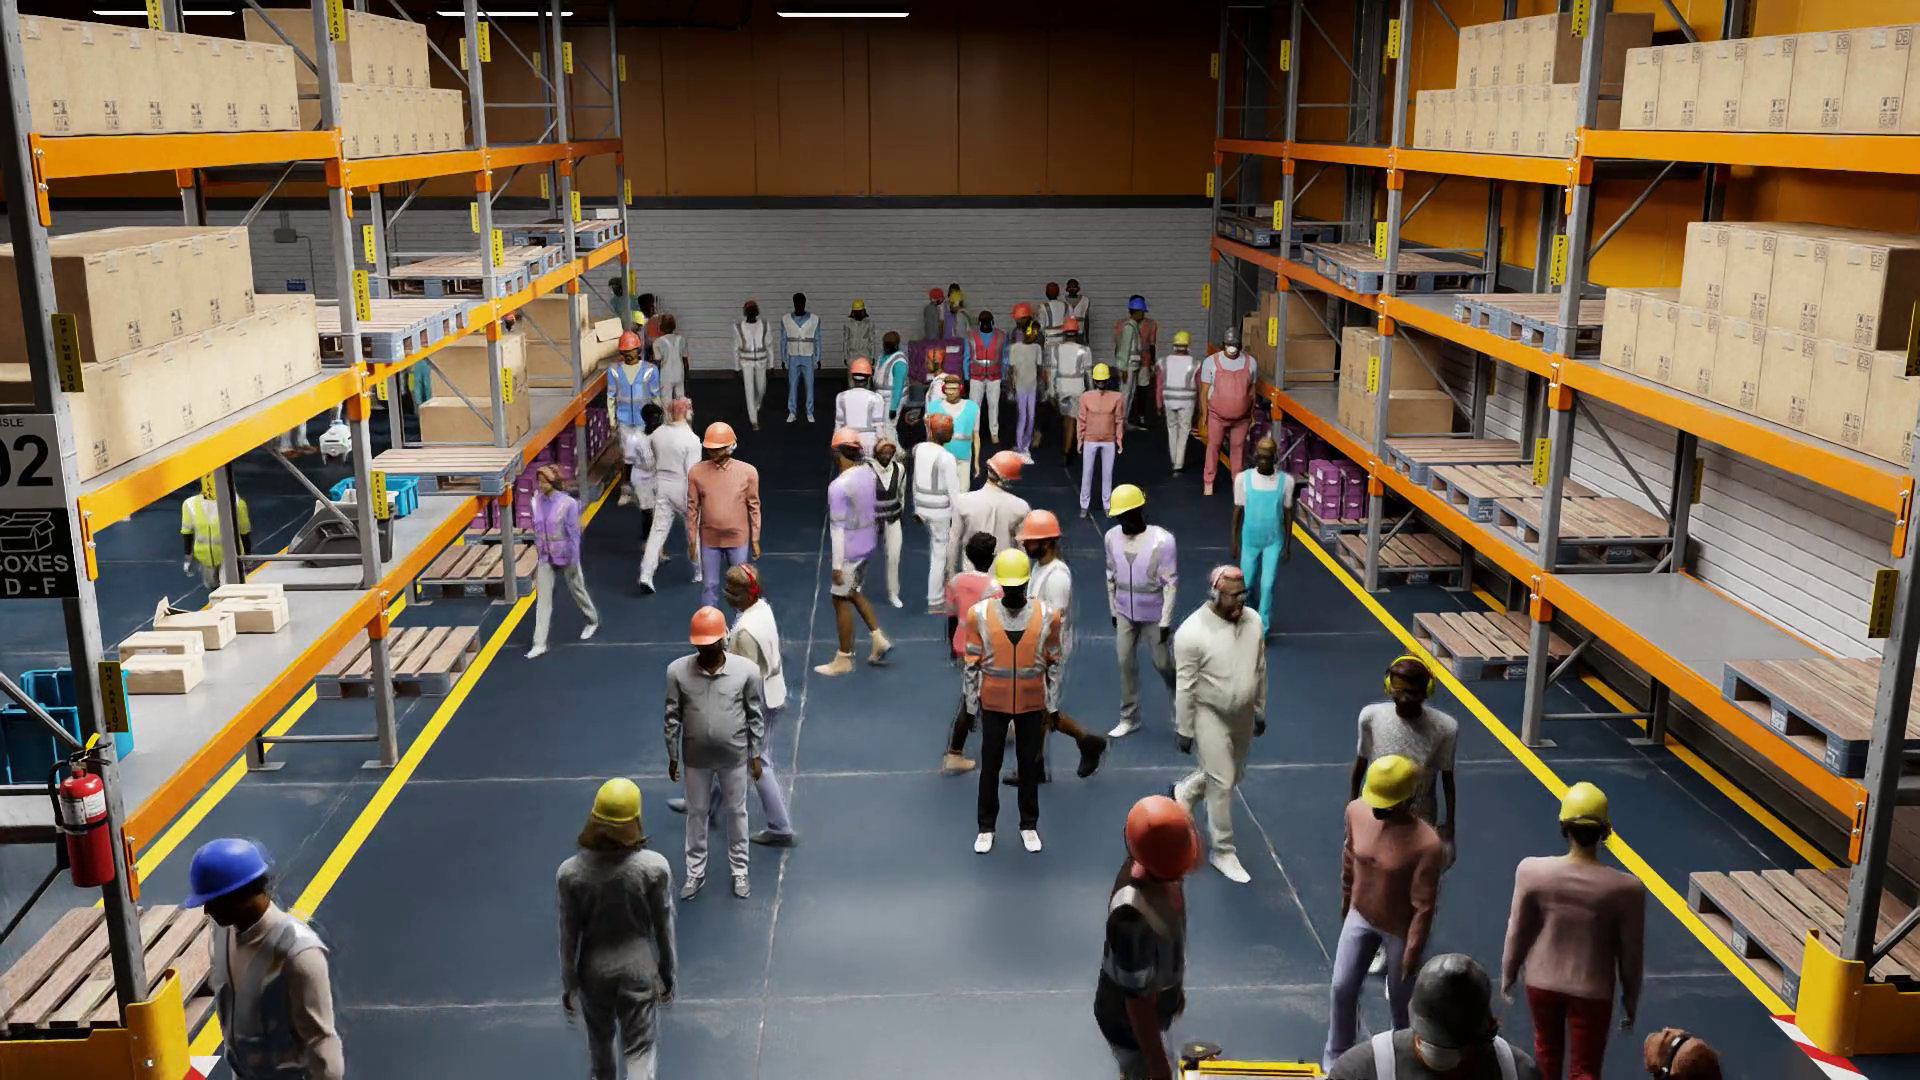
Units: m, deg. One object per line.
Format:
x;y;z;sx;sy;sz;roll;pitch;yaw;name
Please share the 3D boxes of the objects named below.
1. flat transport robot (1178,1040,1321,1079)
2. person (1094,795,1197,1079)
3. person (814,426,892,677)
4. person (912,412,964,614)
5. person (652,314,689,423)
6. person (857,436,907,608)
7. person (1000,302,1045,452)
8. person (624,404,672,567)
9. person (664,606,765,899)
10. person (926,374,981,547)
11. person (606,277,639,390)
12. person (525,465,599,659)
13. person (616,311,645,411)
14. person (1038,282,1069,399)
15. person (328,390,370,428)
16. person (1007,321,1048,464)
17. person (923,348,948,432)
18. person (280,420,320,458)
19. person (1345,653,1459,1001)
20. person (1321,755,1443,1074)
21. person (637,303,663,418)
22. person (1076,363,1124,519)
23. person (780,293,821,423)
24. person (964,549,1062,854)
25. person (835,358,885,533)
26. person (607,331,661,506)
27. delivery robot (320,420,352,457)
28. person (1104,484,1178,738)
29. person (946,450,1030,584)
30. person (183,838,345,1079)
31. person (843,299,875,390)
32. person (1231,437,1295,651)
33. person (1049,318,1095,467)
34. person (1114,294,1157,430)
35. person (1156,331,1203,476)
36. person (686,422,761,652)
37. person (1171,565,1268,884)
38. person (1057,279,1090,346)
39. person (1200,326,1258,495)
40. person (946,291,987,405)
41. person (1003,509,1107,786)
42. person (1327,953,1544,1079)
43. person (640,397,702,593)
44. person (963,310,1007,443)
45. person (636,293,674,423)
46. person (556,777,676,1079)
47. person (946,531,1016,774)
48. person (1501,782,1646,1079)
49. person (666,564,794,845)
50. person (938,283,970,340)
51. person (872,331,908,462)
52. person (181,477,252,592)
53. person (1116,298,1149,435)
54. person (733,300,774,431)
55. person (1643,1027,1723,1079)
1.309;2.594;7.065;0.652;0.197;1.431;1;14;3;flat transport robot
0.760;1.868;6.488;0.495;1.987;0.653;3;15;11;person
-0.845;0.098;13.391;0.517;2.015;0.681;6;16;23;person
-0.139;-0.244;15.027;0.525;1.871;0.606;-11;18;-36;person
-3.902;-2.132;22.478;0.517;1.843;0.326;-10;17;-33;person
-0.778;-0.205;15.422;0.531;1.599;0.704;-6;15;-22;person
0.835;-2.180;22.311;0.426;2.029;0.628;-14;20;-43;person
-3.080;-0.567;16.720;0.543;1.631;0.894;-10;17;-34;person
-1.403;1.217;9.512;0.569;1.749;0.342;0;14;-2;person
-0.070;-0.834;17.389;0.571;1.840;0.373;1;14;3;person
-5.491;-3.342;27.163;0.922;1.876;0.632;-10;18;-35;person
-3.373;0.139;14.060;0.520;1.605;0.858;6;16;23;person
-4.763;-2.440;23.953;0.793;1.698;0.549;9;17;32;person
1.487;-3.151;26.420;0.583;1.875;0.473;-10;17;-34;person
-8.591;-2.342;23.253;0.513;1.867;0.740;9;17;31;person
0.885;-1.939;21.791;0.580;1.821;0.681;-9;17;-31;person
-0.270;-1.249;18.953;0.379;1.882;0.579;1;14;3;person
-8.748;-2.037;21.962;0.676;1.912;0.647;-8;17;-30;person
2.249;1.441;8.453;0.559;1.848;0.417;5;15;18;person
1.862;1.752;7.451;0.700;1.723;0.552;-13;19;-42;person
-4.632;-2.710;24.777;0.502;1.837;0.351;-12;19;-40;person
1.566;-1.101;18.590;0.530;1.767;0.328;0;14;-2;person
-2.343;-2.691;24.526;0.592;1.917;0.375;0;14;-2;person
0.322;0.980;10.097;0.592;1.925;0.385;0;14;-2;person
-1.062;-0.988;17.863;0.562;1.917;0.412;4;15;16;person
-3.753;-1.389;19.166;0.612;2.041;0.394;0;14;-2;person
-8.090;-1.327;21.704;0.477;0.478;0.707;-1;14;-4;delivery robot
1.353;0.488;12.106;0.600;1.894;0.724;9;17;31;person
0.211;0.246;12.962;0.657;1.944;0.642;-2;14;-10;person
-2.499;1.987;6.155;0.730;1.916;0.485;8;16;30;person
-1.525;-2.780;25.226;0.490;1.743;0.324;0;14;-2;person
2.566;0.007;14.128;0.507;1.830;0.568;3;15;13;person
1.480;-1.947;21.660;0.560;1.879;1.005;6;16;23;person
2.513;-2.543;23.848;0.611;1.964;0.364;0;14;-2;person
2.826;-1.737;20.995;0.613;1.806;0.726;7;16;26;person
-1.964;-0.007;13.844;0.618;1.989;0.392;0;14;-2;person
1.537;1.035;9.985;0.651;1.882;0.811;-9;17;-33;person
1.844;-3.376;27.360;0.567;1.844;0.375;0;14;-2;person
3.199;-1.527;19.714;0.685;2.000;0.535;0;14;-2;person
0.129;-3.000;26.052;0.698;1.777;0.600;1;14;2;person
0.626;0.733;11.084;0.603;1.919;0.567;-3;15;-12;person
1.455;2.194;5.104;0.685;2.000;0.535;0;14;-2;person
-2.725;-0.424;15.791;0.650;1.857;0.988;9;17;31;person
0.355;-2.245;22.930;0.630;1.842;0.429;0;14;-2;person
-4.565;-2.641;24.318;0.917;1.920;0.633;-1;14;-3;person
-1.457;1.858;7.106;0.489;1.704;0.829;-3;15;-10;person
0.192;0.749;11.538;0.919;1.641;0.538;-13;19;-41;person
2.526;1.887;6.935;0.563;1.734;0.675;8;16;28;person
-1.440;1.010;10.249;0.820;1.792;0.609;-1;14;-2;person
-0.093;-3.186;26.613;0.509;1.844;0.329;0;14;-2;person
-0.879;-1.746;21.043;0.475;1.818;0.678;-6;16;-23;person
-6.190;0.150;13.903;0.531;1.654;0.885;-1;14;-3;person
2.422;-2.457;23.609;0.446;1.929;0.692;4;15;15;person
-3.005;-2.561;24.144;0.586;1.863;0.799;-5;15;-18;person
2.340;2.360;5.366;0.516;1.588;0.863;-7;16;-26;person
